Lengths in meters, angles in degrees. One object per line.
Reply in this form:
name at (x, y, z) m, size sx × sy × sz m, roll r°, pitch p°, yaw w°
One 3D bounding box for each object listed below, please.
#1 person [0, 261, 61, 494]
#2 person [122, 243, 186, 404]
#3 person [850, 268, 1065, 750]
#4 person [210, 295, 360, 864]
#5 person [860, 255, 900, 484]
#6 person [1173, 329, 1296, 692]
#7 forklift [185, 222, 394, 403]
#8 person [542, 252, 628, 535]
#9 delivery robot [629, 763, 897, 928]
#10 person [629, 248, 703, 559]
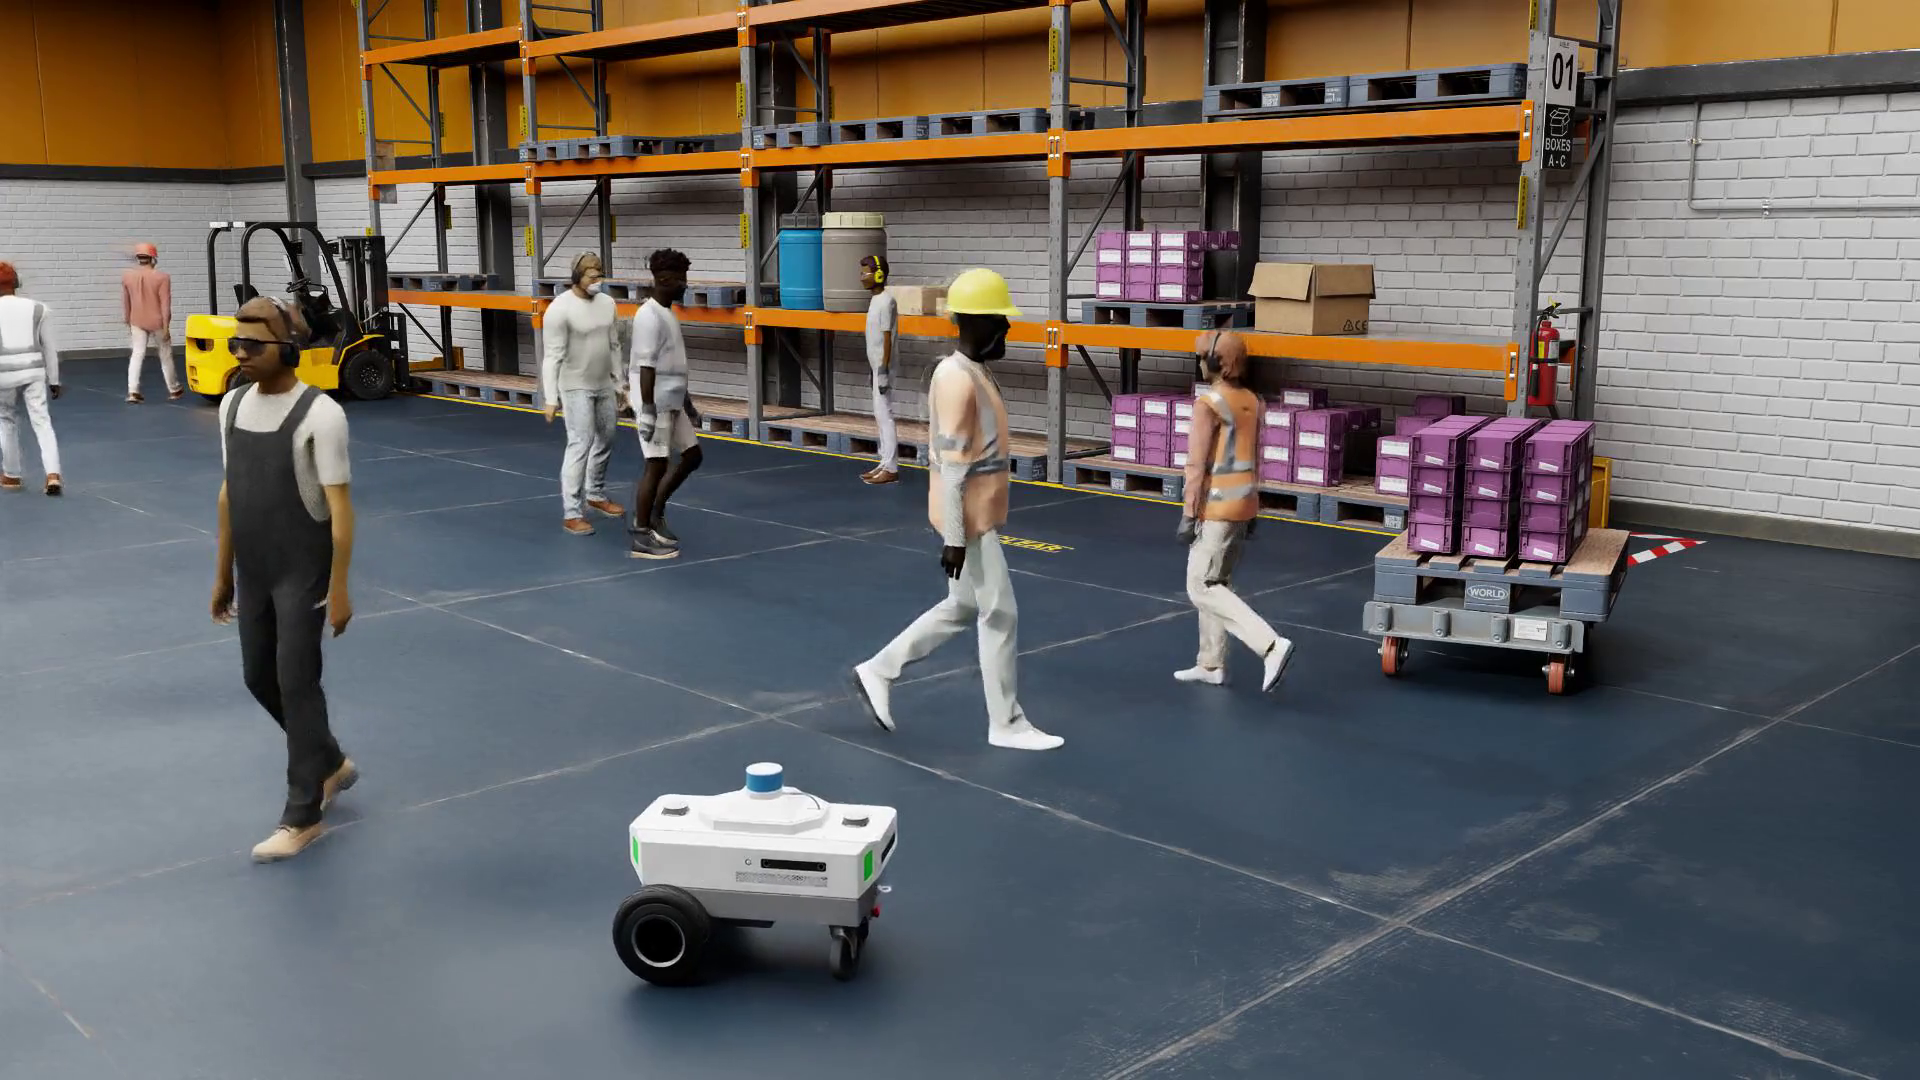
person at (-7.368, -1.269, 13.058) m, size 1.025 × 1.834 × 0.597 m, roll 9°, pitch 14°, yaw 42°
person at (-9.882, -2.637, 20.240) m, size 0.619 × 1.936 × 1.068 m, roll 0°, pitch 10°, yaw -1°
person at (-0.021, -0.111, 6.540) m, size 0.817 × 1.904 × 0.591 m, roll 1°, pitch 10°, yaw 7°
person at (-2.239, 0.113, 5.542) m, size 0.529 × 1.853 × 0.545 m, roll 5°, pitch 12°, yaw 25°
person at (-0.659, -1.393, 13.636) m, size 0.328 × 1.862 × 0.515 m, roll -2°, pitch 11°, yaw -12°
person at (1.209, -0.111, 7.287) m, size 0.570 × 1.617 × 0.522 m, roll 7°, pitch 12°, yaw 33°
forklift at (-8.169, -2.758, 20.163) m, size 2.313 × 2.155 × 1.214 m, roll -10°, pitch 14°, yaw -44°
person at (-2.591, -1.019, 11.482) m, size 0.565 × 1.910 × 0.841 m, roll 6°, pitch 12°, yaw 28°
delivery robot at (-0.538, 0.865, 4.628) m, size 0.707 × 0.478 × 0.477 m, roll 2°, pitch 11°, yaw 9°
person at (-1.877, -0.860, 10.492) m, size 0.471 × 1.939 × 0.631 m, roll 0°, pitch 10°, yaw 2°
